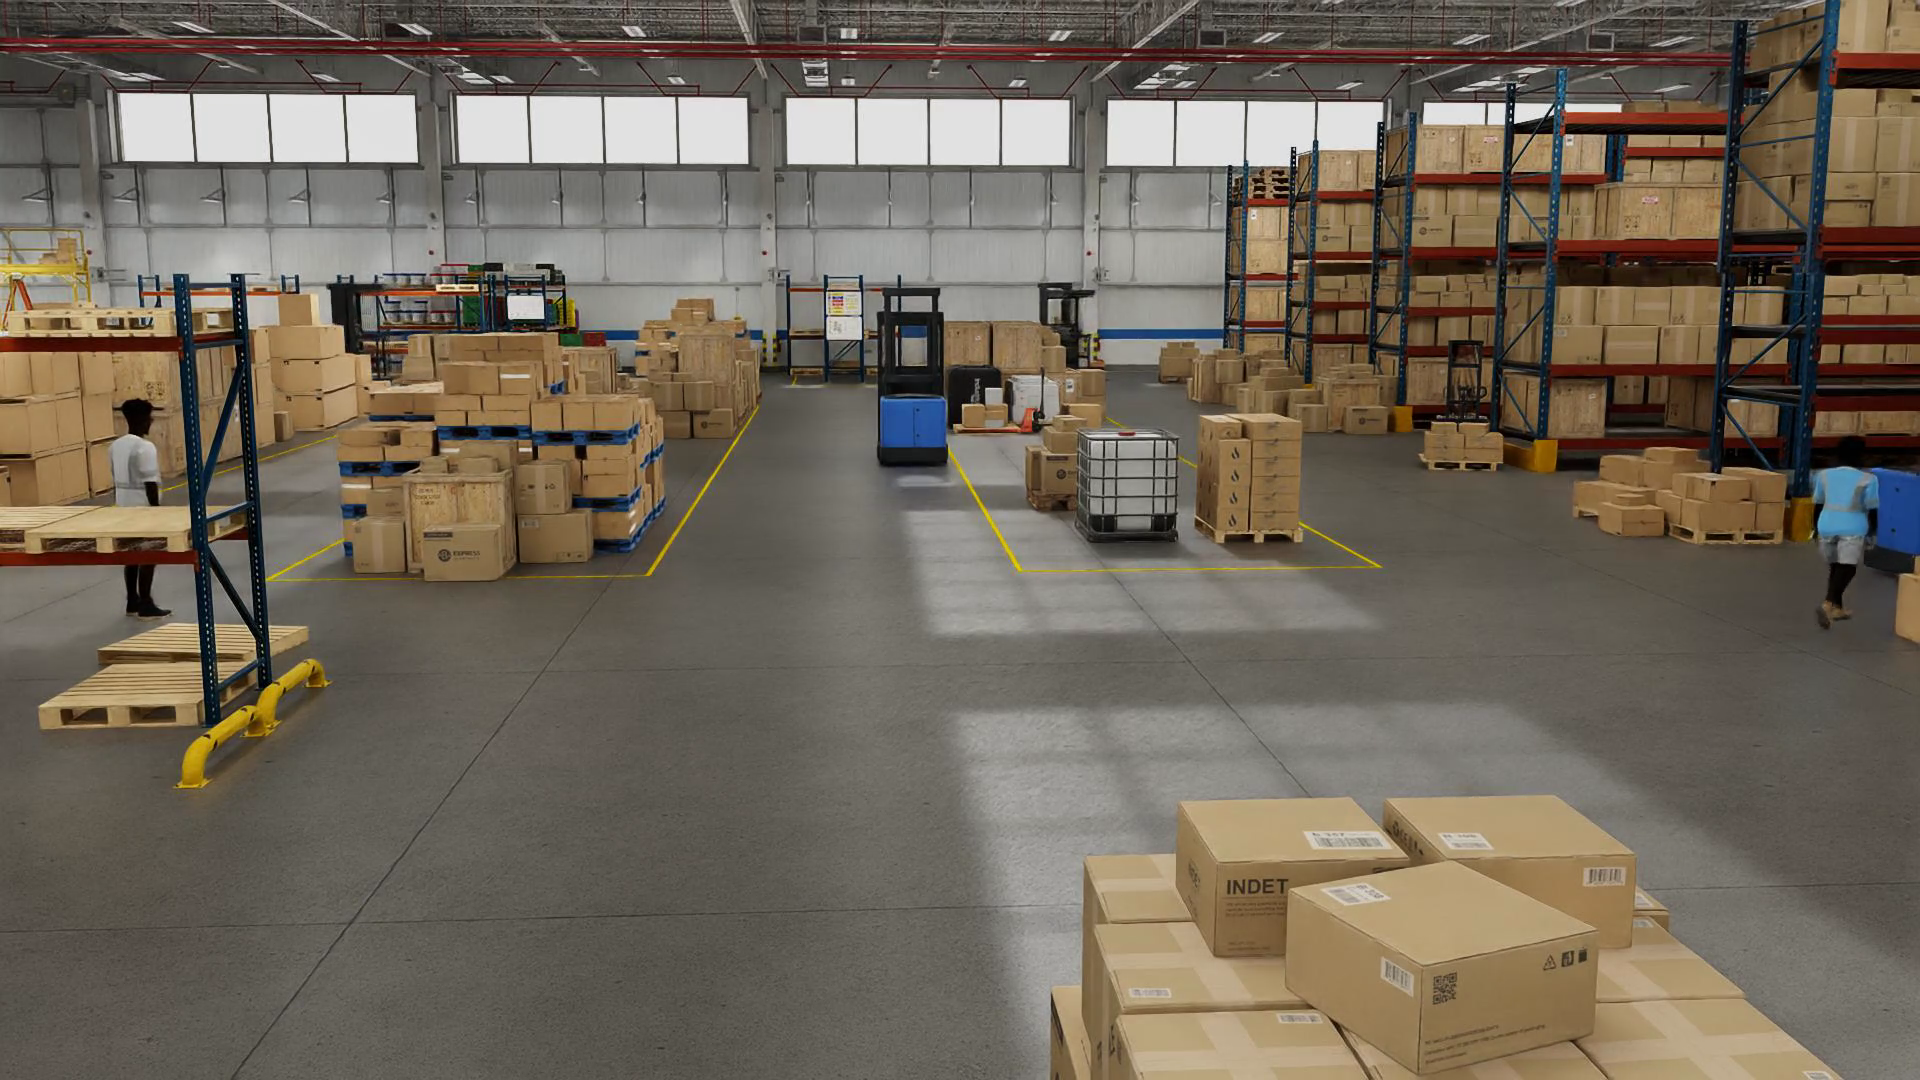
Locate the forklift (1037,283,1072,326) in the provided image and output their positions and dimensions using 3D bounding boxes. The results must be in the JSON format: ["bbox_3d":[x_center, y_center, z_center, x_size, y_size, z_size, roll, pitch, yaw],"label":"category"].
[{"bbox_3d":[2.498,-5.448,44.238,1.129,2.768,1.873,-6,11,-35],"label":"forklift"}]

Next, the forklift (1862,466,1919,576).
[{"bbox_3d":[10.145,-1.016,16.412,1.873,2.768,1.129,-1,9,-4],"label":"forklift"}]

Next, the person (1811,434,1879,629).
[{"bbox_3d":[7.571,-0.075,14.300,0.788,1.672,0.538,-7,11,-37],"label":"person"}]

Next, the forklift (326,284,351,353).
[{"bbox_3d":[-14.317,-4.540,38.536,1.873,2.768,1.129,-2,9,-11],"label":"forklift"}]

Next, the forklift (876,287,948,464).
[{"bbox_3d":[-0.785,-2.690,26.919,1.129,2.768,1.873,-1,9,-4],"label":"forklift"}]

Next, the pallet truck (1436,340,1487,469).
[{"bbox_3d":[8.004,-2.170,26.422,0.823,1.965,1.885,2,9,14],"label":"pallet truck"}]

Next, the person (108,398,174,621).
[{"bbox_3d":[-7.201,-0.270,14.615,0.608,1.958,0.372,7,11,36],"label":"person"}]
